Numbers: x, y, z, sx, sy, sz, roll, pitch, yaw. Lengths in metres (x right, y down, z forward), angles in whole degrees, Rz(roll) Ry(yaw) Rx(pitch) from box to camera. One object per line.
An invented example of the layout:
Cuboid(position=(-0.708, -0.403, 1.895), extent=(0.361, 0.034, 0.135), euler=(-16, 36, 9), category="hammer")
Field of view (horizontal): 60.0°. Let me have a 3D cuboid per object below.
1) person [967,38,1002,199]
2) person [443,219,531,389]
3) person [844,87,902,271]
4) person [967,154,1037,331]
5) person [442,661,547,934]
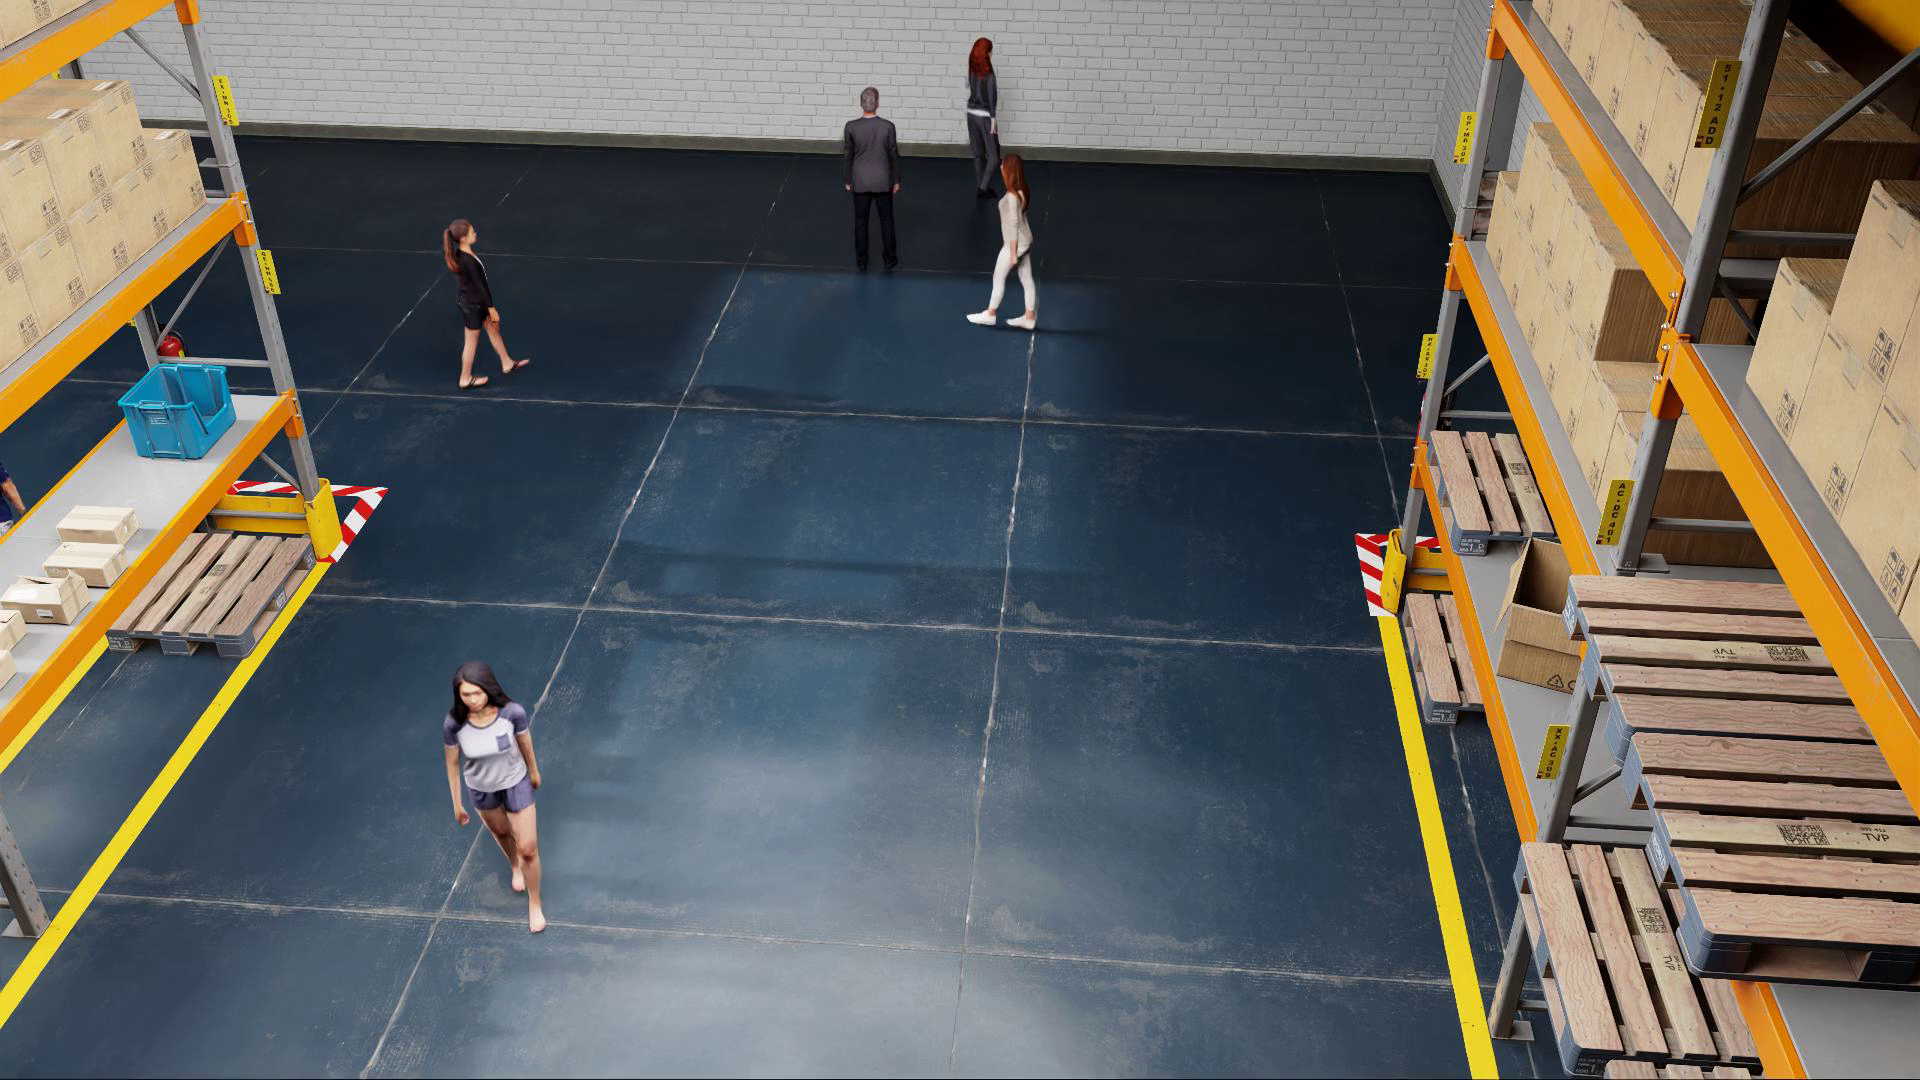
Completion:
Cuboid(position=(0.189, -4.495, 17.865), extent=(0.777, 1.774, 0.722), euler=(-27, 42, -34), category="person")
Cuboid(position=(-4.276, -2.008, 14.345), extent=(0.913, 1.528, 0.913), euler=(-18, 38, -25), category="person")
Cuboid(position=(-0.868, -3.557, 16.395), extent=(0.746, 1.839, 0.609), euler=(-1, 34, -1), category="person")
Cuboid(position=(0.601, -2.695, 15.233), extent=(0.808, 1.690, 0.872), euler=(10, 35, 15), category="person")
Cuboid(position=(-2.554, 1.299, 9.230), extent=(0.753, 1.684, 0.912), euler=(-7, 34, -10), category="person")
